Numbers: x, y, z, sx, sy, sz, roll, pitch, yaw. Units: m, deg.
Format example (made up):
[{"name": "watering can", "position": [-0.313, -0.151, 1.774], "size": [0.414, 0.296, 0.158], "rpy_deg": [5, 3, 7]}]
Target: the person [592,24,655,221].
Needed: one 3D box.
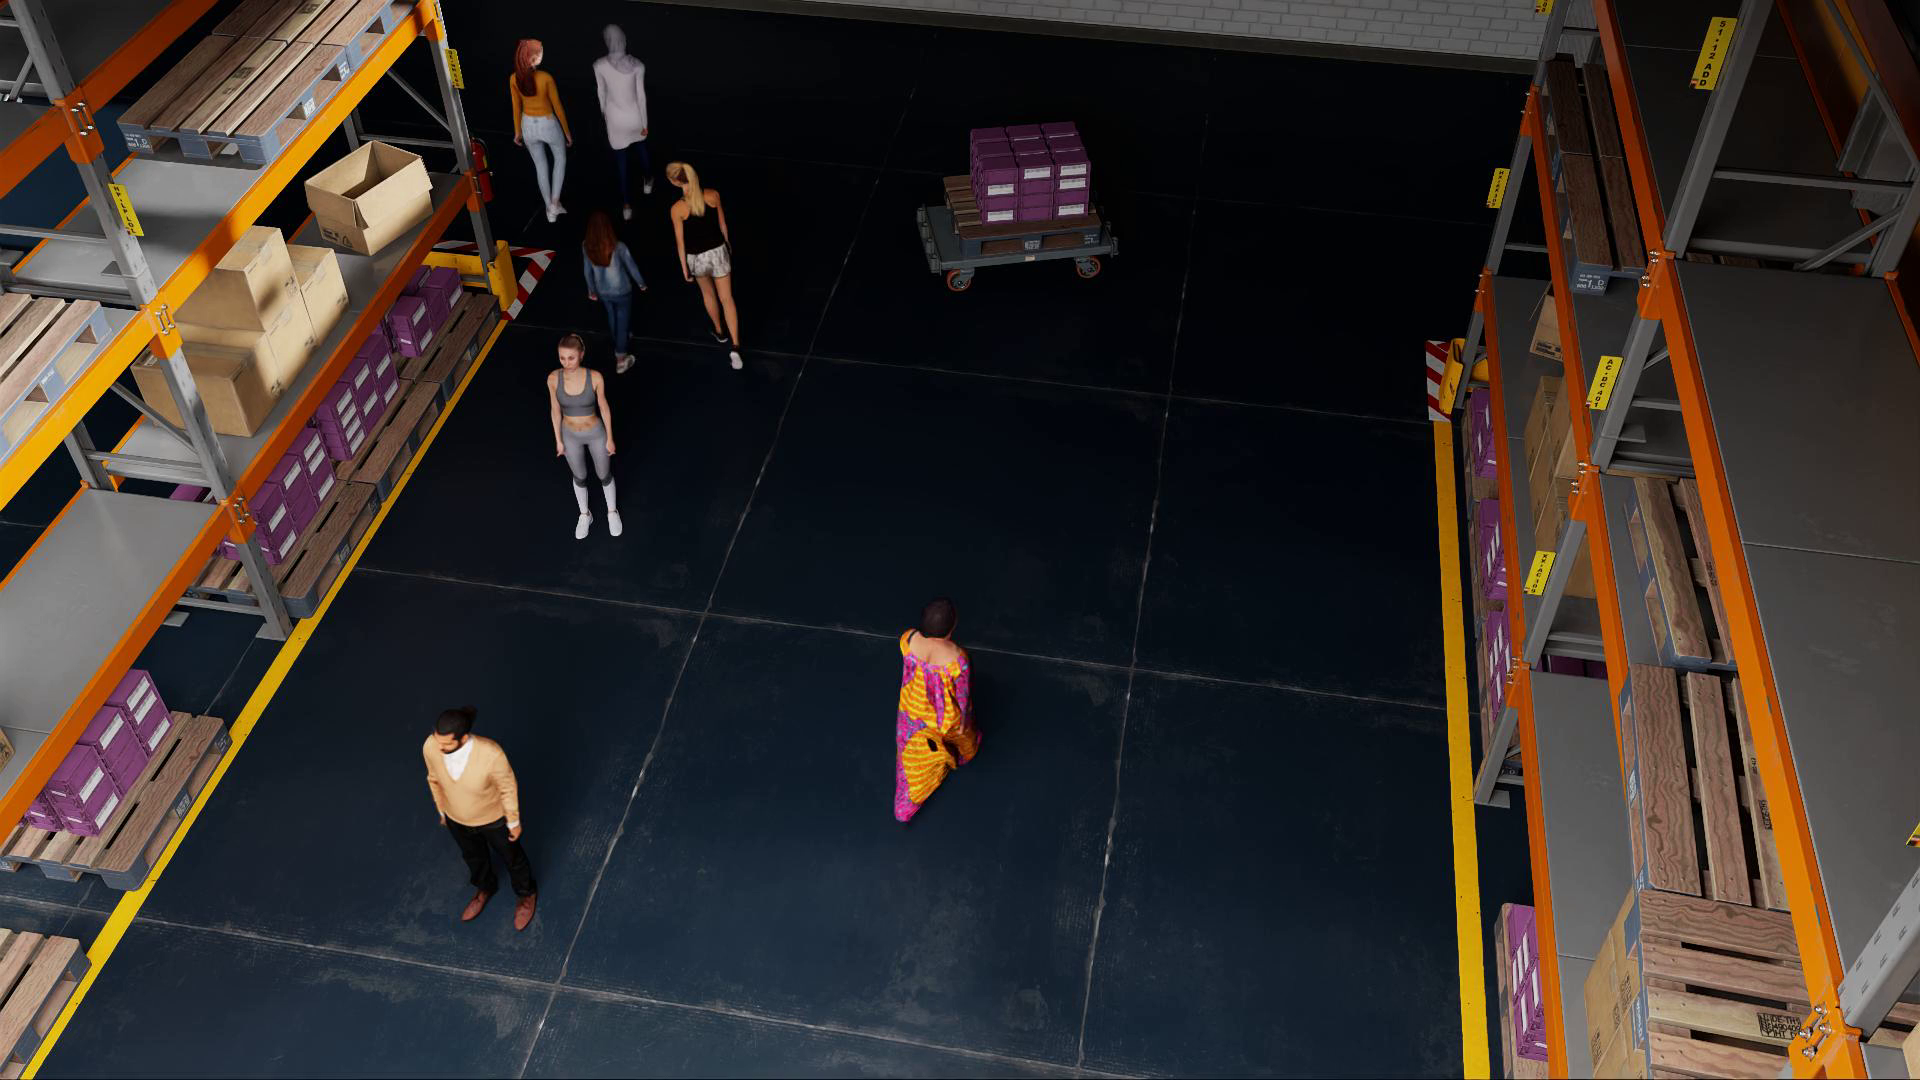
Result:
[{"name": "person", "position": [-2.989, -3.672, 14.779], "size": [0.835, 1.745, 1.165], "rpy_deg": [-4, 44, -4]}]

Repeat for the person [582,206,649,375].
[{"name": "person", "position": [-2.763, -1.938, 13.162], "size": [0.627, 1.465, 0.736], "rpy_deg": [13, 45, 13]}]

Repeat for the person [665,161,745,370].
[{"name": "person", "position": [-1.976, -2.186, 13.173], "size": [0.989, 1.808, 1.181], "rpy_deg": [-13, 45, -13]}]

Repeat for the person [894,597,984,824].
[{"name": "person", "position": [-0.186, 0.992, 9.934], "size": [0.875, 1.676, 1.227], "rpy_deg": [19, 47, 19]}]

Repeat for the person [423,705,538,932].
[{"name": "person", "position": [-2.691, 1.523, 9.322], "size": [0.649, 1.751, 0.573], "rpy_deg": [8, 44, 8]}]

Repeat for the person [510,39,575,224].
[{"name": "person", "position": [-3.682, -3.552, 14.649], "size": [0.732, 1.750, 0.684], "rpy_deg": [-1, 44, -1]}]

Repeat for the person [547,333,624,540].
[{"name": "person", "position": [-2.642, -0.733, 11.725], "size": [0.623, 1.702, 0.622], "rpy_deg": [-4, 44, -4]}]
